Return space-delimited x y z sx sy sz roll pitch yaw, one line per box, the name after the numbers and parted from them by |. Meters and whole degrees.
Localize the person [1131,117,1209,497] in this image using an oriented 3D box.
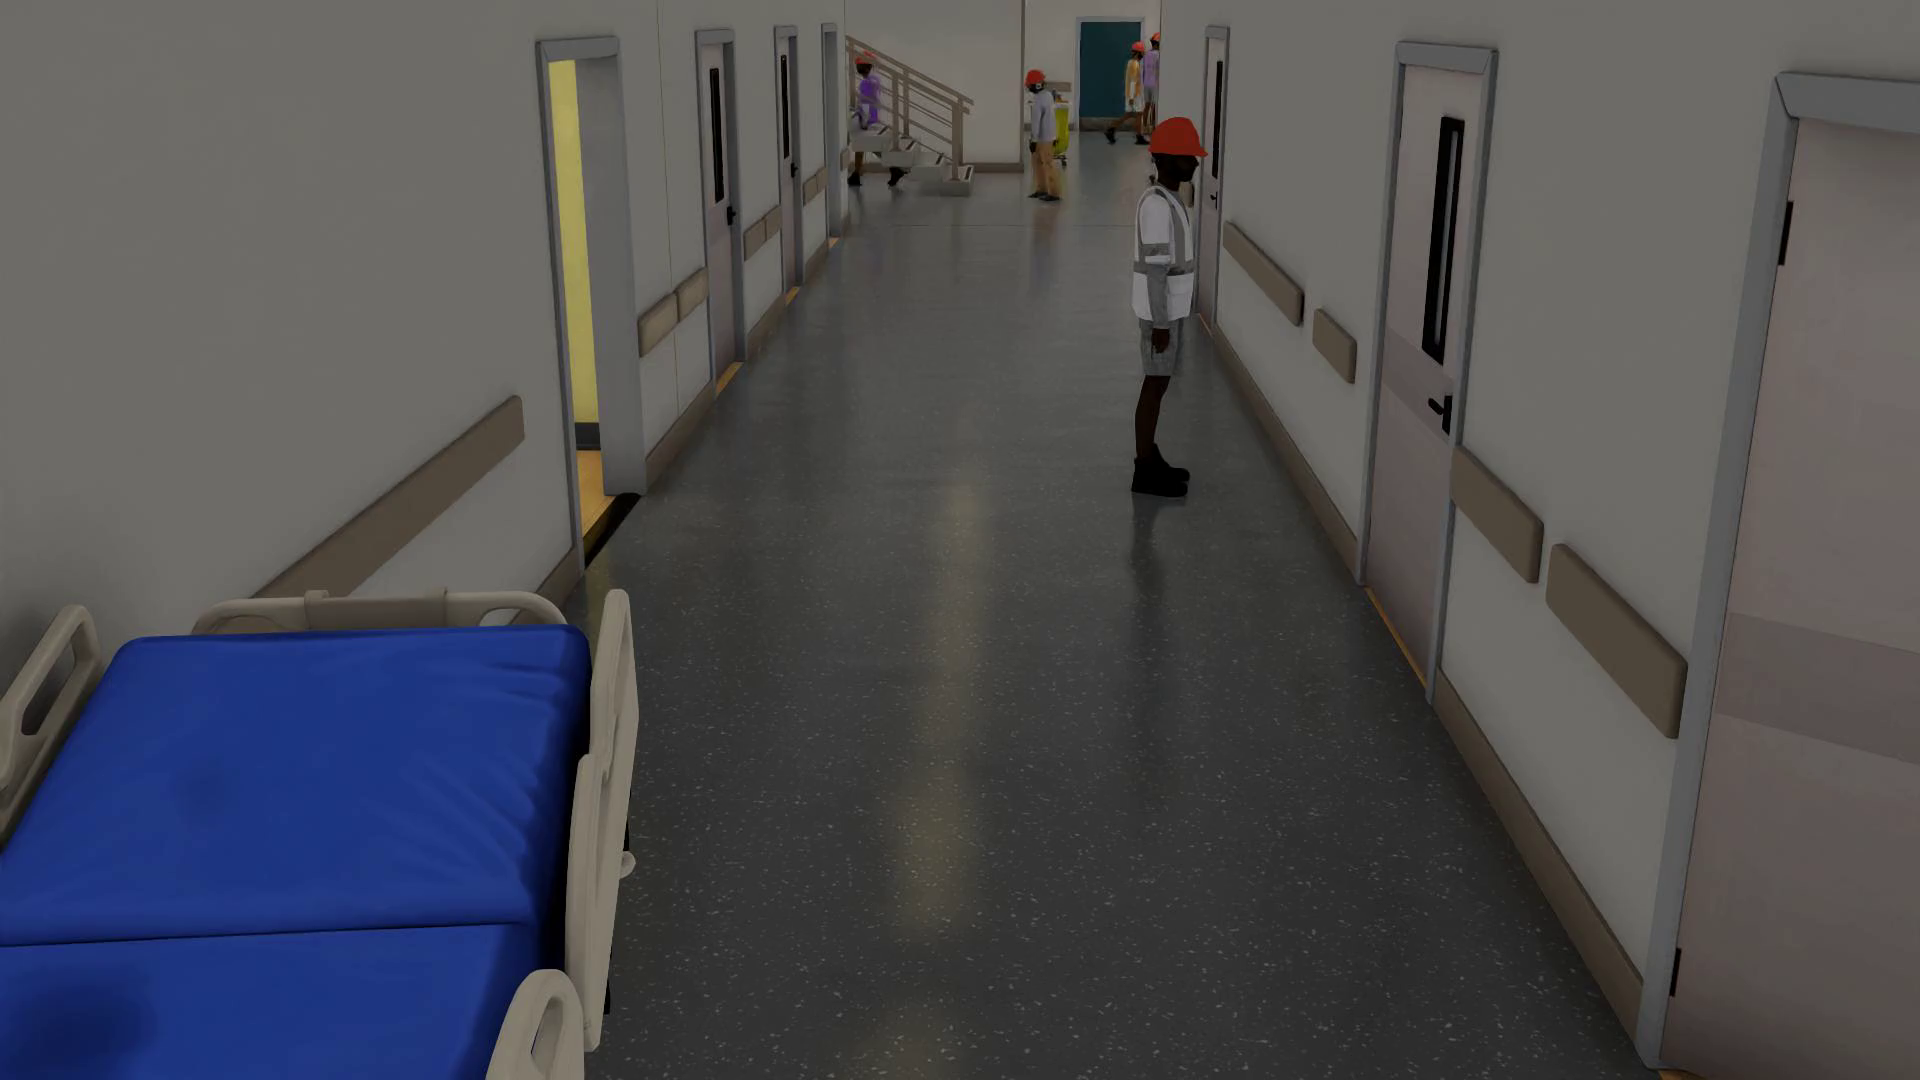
1.078 -1.200 8.636 0.360 1.936 0.552 3 18 11 | person

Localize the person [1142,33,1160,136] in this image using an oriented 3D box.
3.942 -9.241 33.760 0.409 2.032 0.609 -12 21 -33 | person

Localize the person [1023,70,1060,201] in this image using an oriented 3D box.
1.081 -5.343 22.026 0.555 1.706 0.572 3 18 11 | person

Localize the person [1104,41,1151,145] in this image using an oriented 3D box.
3.190 -8.433 31.430 0.848 1.910 0.550 -1 18 -4 | person

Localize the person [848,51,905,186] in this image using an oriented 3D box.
-1.264 -6.054 23.945 0.899 1.911 0.551 1 18 2 | person
